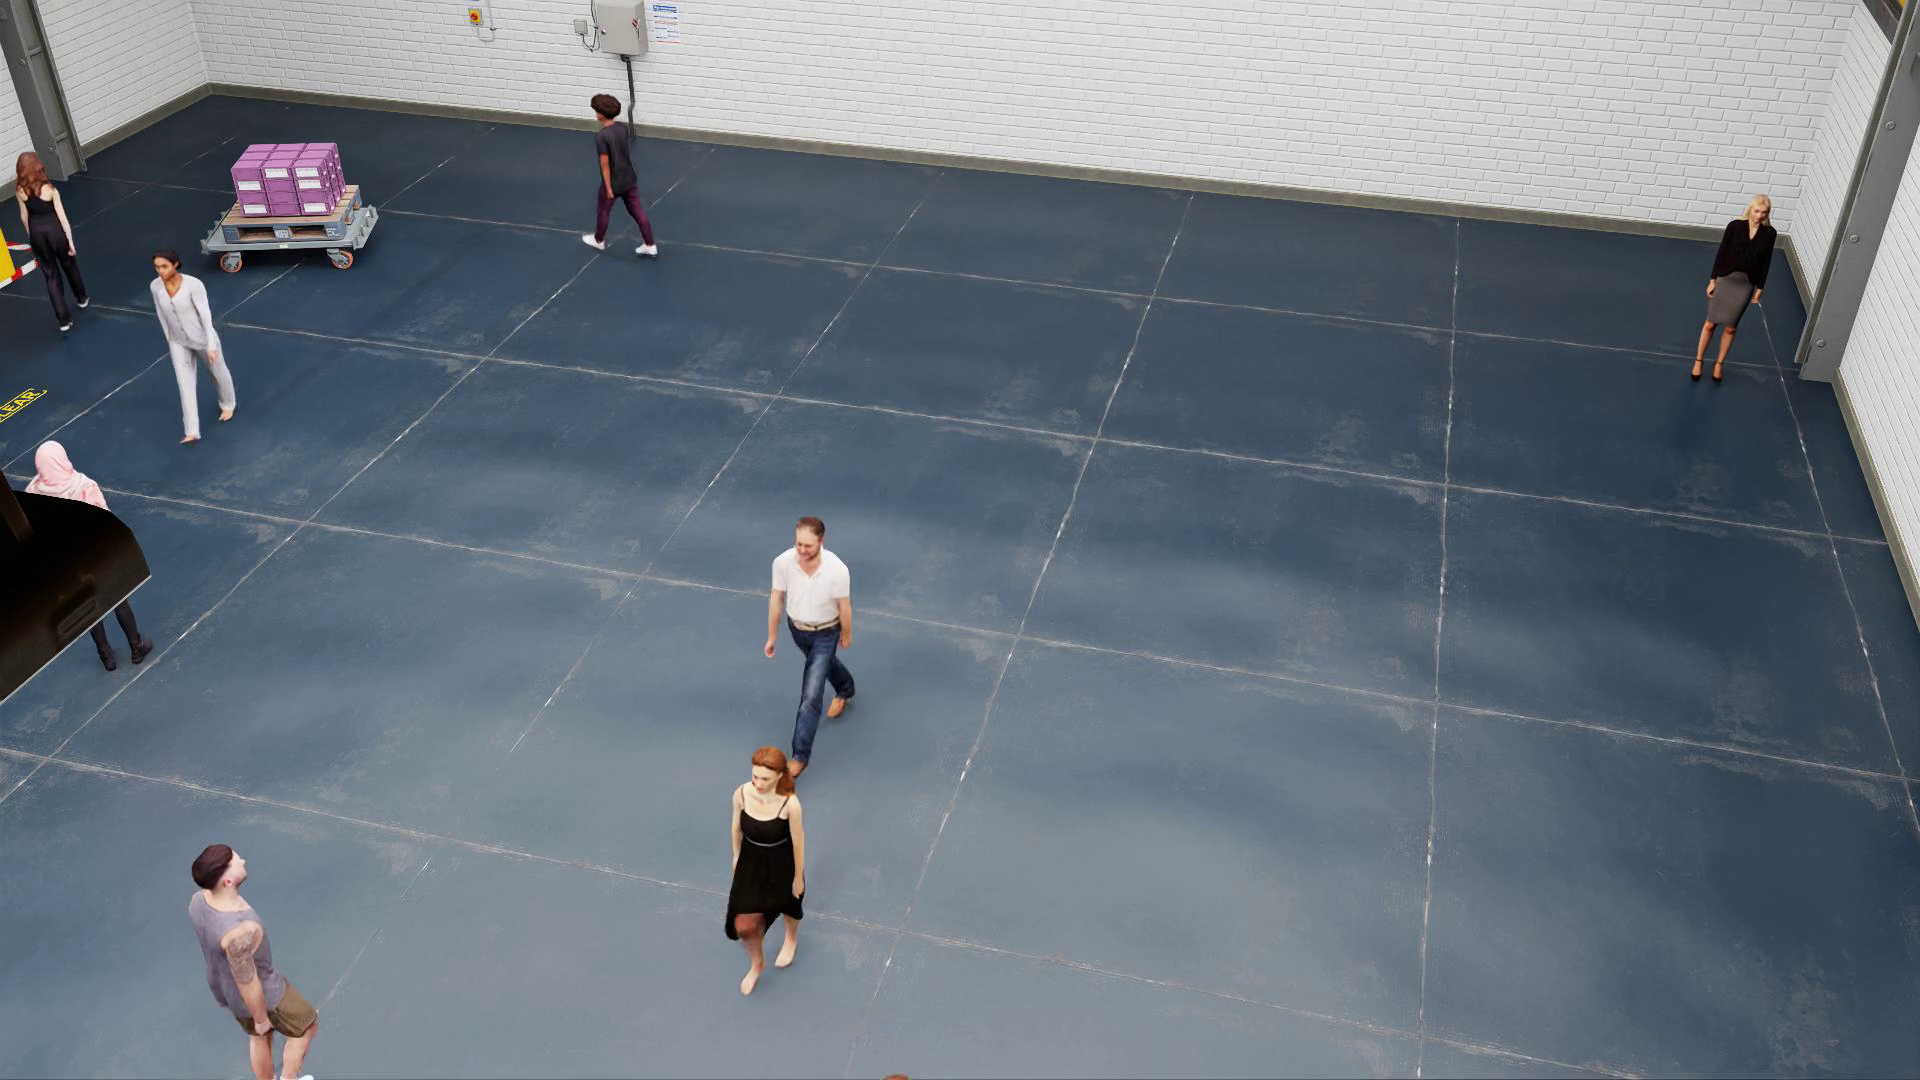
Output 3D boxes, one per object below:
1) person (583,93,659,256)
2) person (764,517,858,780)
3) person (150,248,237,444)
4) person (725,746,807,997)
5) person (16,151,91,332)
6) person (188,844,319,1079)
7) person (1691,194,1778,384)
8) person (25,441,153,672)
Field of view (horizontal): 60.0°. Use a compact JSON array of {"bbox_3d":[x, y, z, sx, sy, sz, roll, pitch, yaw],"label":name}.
[{"bbox_3d":[-3.526,-3.782,17.430,0.896,1.743,1.116,19,38,26],"label":"person"},{"bbox_3d":[-0.896,0.555,10.861,0.860,1.791,1.334,15,37,22],"label":"person"},{"bbox_3d":[-6.607,-1.751,14.421,0.893,1.692,1.191,-2,34,-3],"label":"person"},{"bbox_3d":[-1.016,1.737,9.246,0.595,1.611,0.711,8,34,12],"label":"person"},{"bbox_3d":[-8.812,-2.843,16.059,0.997,1.696,1.210,-9,35,-13],"label":"person"},{"bbox_3d":[-3.612,2.272,8.307,0.717,1.828,0.737,23,40,30],"label":"person"},{"bbox_3d":[7.009,-2.276,15.077,0.628,1.840,0.567,12,35,17],"label":"person"},{"bbox_3d":[-6.048,0.110,11.519,0.739,1.803,0.774,-12,36,-18],"label":"person"}]
